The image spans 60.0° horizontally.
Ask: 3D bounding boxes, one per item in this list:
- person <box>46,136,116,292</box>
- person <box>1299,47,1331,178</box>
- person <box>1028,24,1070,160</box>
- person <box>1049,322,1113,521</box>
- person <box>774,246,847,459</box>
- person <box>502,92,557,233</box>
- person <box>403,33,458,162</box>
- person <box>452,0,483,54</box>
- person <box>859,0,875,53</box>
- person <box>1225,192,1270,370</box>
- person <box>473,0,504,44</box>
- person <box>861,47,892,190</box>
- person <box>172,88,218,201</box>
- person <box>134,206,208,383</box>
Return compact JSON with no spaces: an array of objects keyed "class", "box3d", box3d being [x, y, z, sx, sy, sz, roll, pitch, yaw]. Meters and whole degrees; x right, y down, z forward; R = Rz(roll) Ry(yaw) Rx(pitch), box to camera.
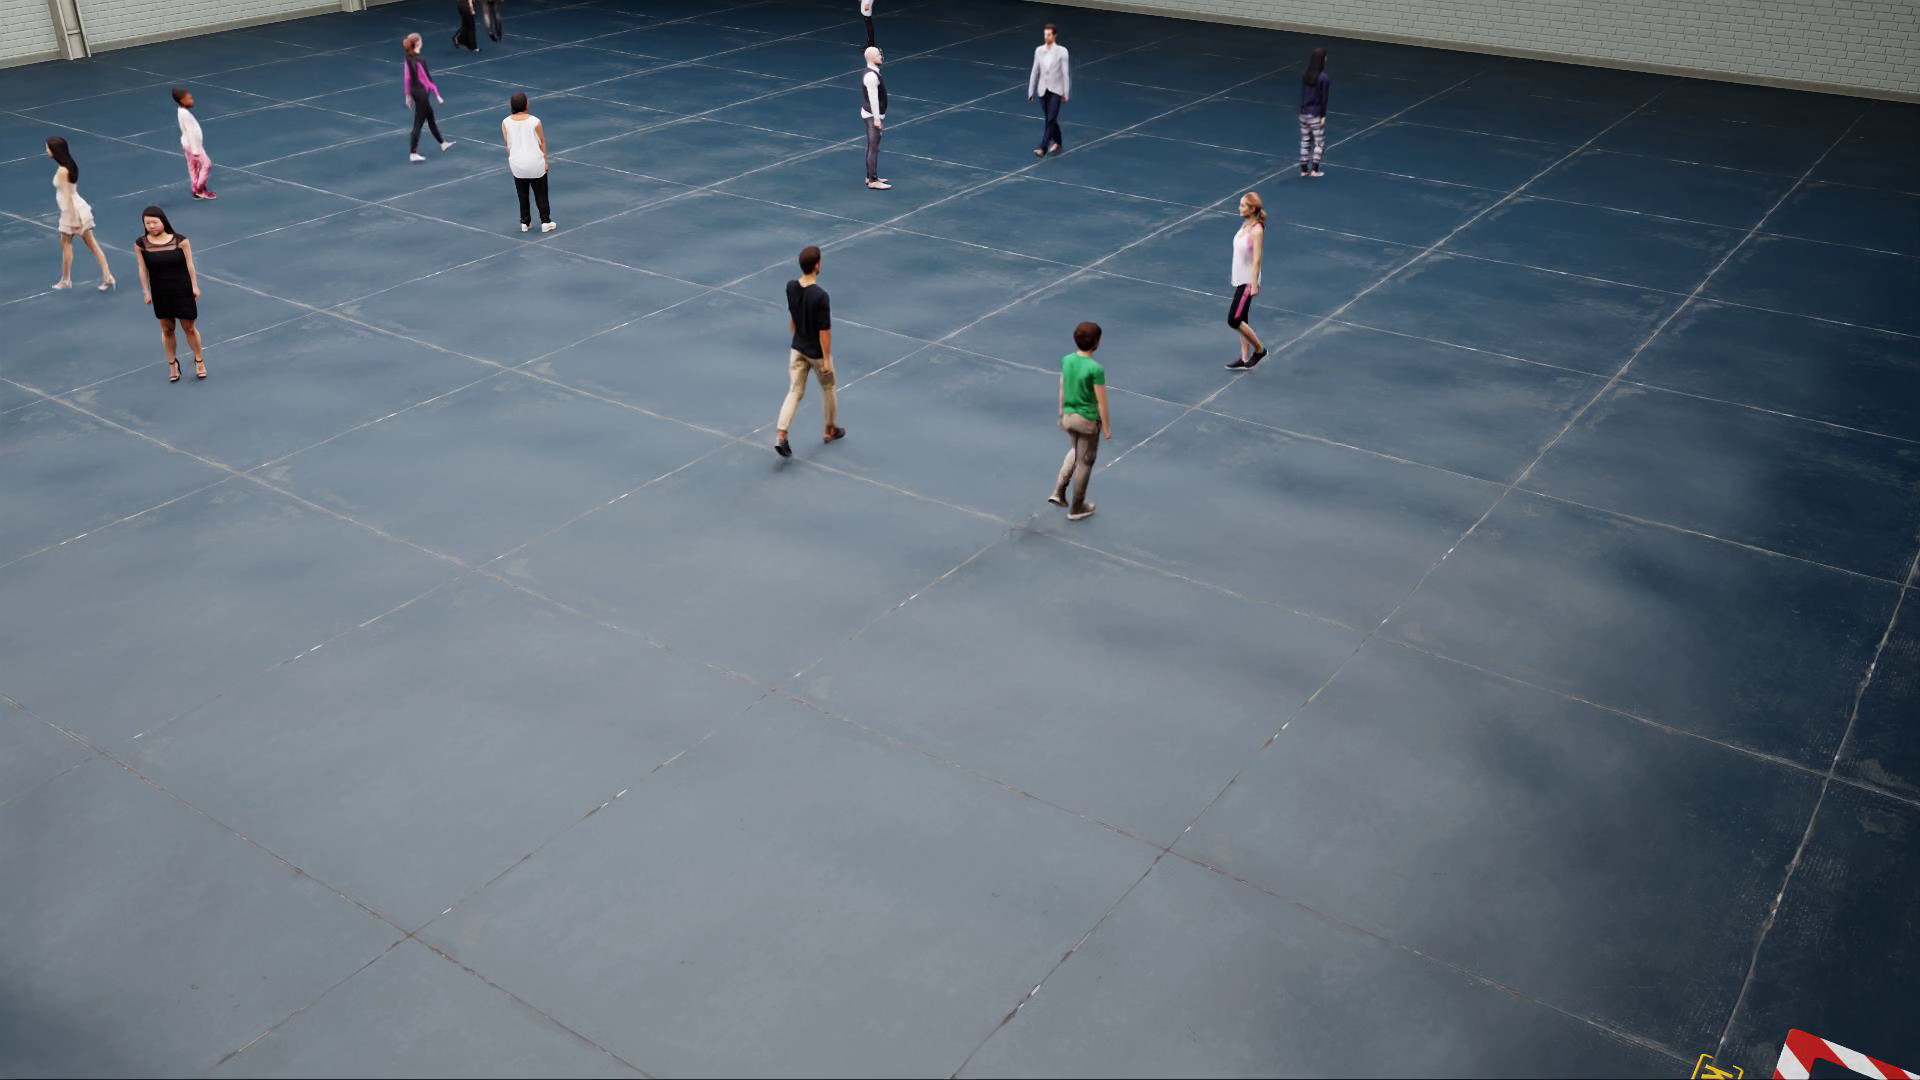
[{"class":"person","box3d":[-9.534,-3.526,18.114,0.964,1.710,0.918,-4,27,-7]},{"class":"person","box3d":[4.705,-5.749,22.411,0.683,1.728,0.684,-21,34,-35]},{"class":"person","box3d":[1.322,-6.313,23.428,0.725,1.801,1.167,16,31,28]},{"class":"person","box3d":[0.905,-0.902,13.096,0.740,1.638,0.673,-22,34,-36]},{"class":"person","box3d":[-1.339,-1.572,14.194,0.706,1.825,1.150,14,31,26]},{"class":"person","box3d":[-5.247,-4.600,20.224,0.753,1.688,0.764,3,27,6]},{"class":"person","box3d":[-7.601,-6.131,23.181,0.610,1.704,1.099,22,34,36]},{"class":"person","box3d":[-8.986,-9.577,29.997,0.818,1.590,0.687,-21,34,-35]},{"class":"person","box3d":[-1.676,-9.798,30.192,0.798,1.804,0.724,-2,27,-4]},{"class":"person","box3d":[2.845,-2.460,15.976,0.837,1.773,0.773,-1,27,-2]},{"class":"person","box3d":[-8.412,-9.701,29.572,1.036,1.693,1.025,-9,28,-16]},{"class":"person","box3d":[-1.138,-5.585,21.989,0.835,1.824,0.771,-4,28,-8]},{"class":"person","box3d":[-9.980,-5.101,21.466,0.644,1.441,0.639,-15,31,-26]},{"class":"person","box3d":[-7.485,-2.338,15.801,0.738,1.717,0.821,-9,28,-16]}]
